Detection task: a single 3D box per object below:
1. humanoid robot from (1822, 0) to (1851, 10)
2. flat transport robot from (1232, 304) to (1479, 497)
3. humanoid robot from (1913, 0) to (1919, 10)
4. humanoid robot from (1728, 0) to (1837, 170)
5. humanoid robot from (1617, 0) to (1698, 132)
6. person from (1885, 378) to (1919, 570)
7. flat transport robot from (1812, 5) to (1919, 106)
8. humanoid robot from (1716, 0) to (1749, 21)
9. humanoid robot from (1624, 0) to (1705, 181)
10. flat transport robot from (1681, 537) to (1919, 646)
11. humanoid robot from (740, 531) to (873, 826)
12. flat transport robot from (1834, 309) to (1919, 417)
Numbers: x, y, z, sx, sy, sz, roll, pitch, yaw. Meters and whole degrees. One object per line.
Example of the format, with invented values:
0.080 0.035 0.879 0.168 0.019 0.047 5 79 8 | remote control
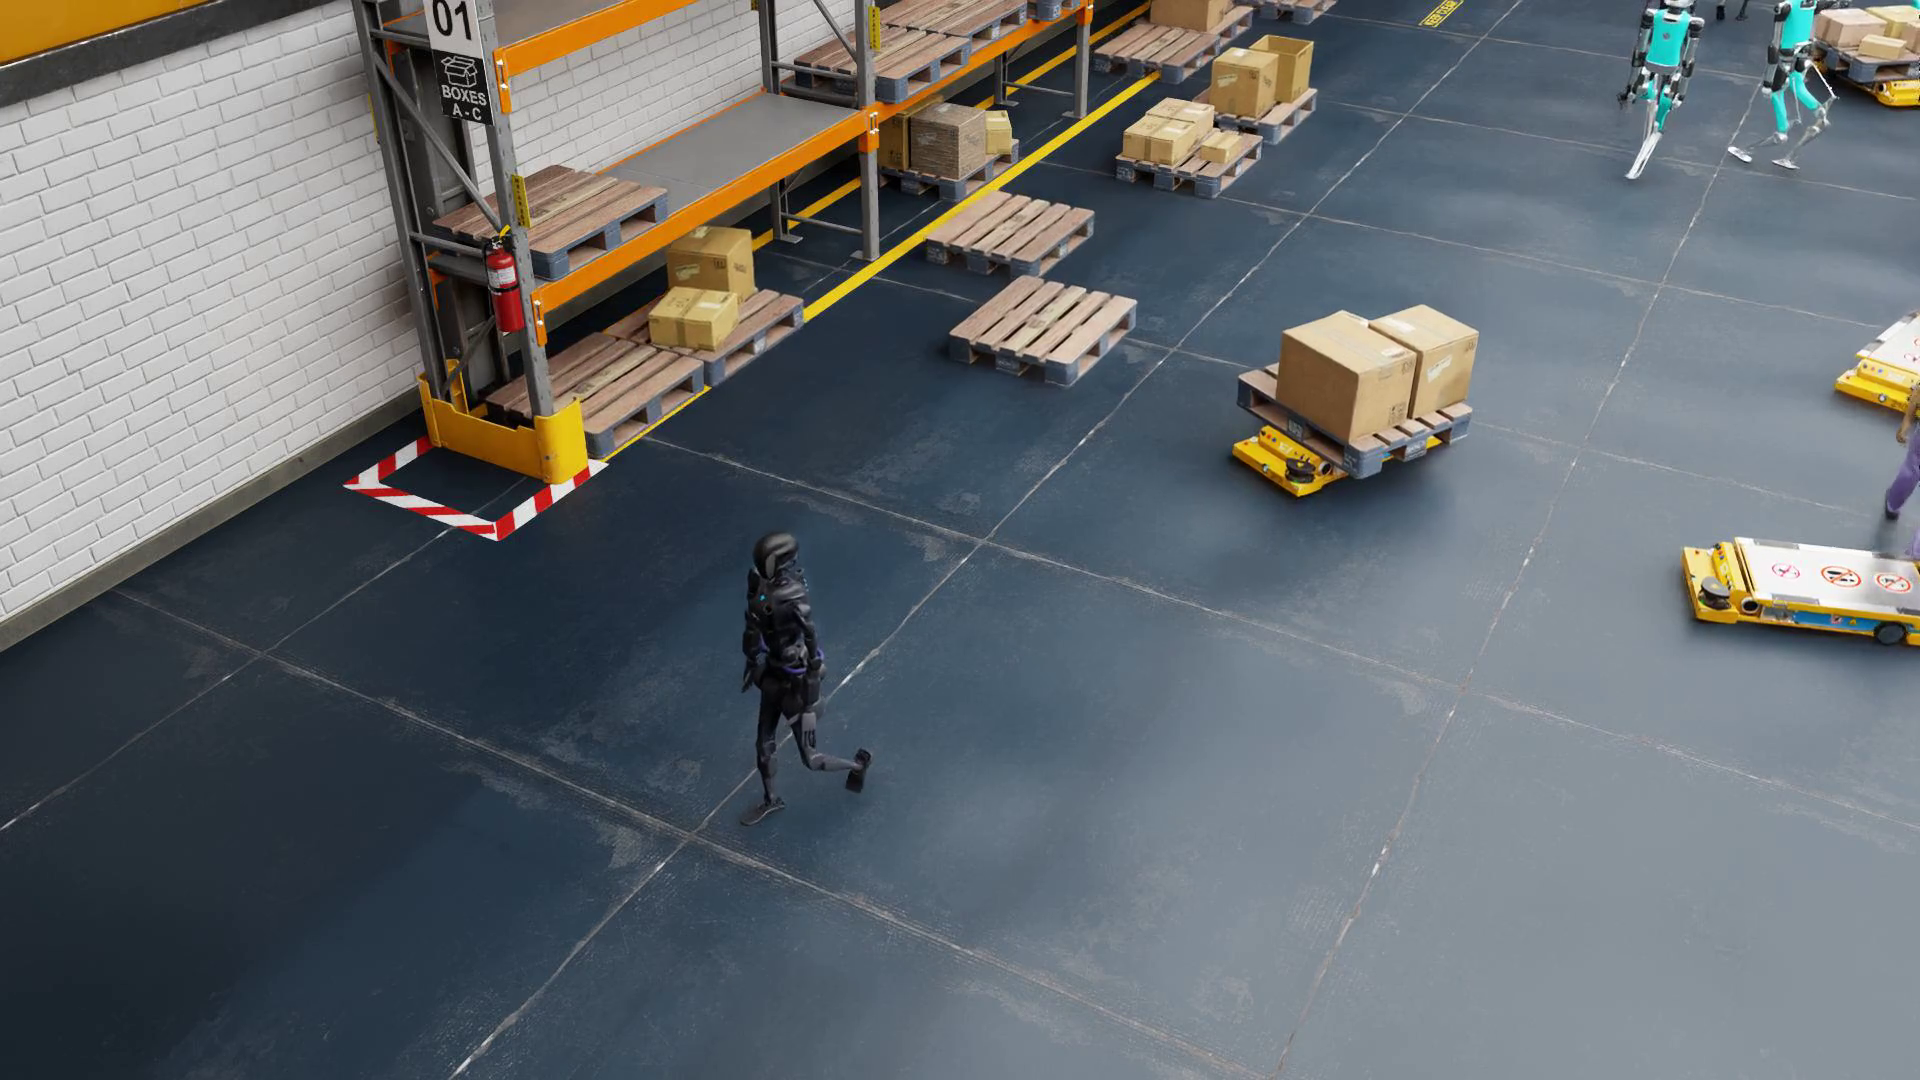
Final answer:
9.934 -6.534 18.766 0.718 1.842 0.532 1 33 2 | humanoid robot
2.597 -0.703 11.212 1.431 0.231 0.659 -20 38 -27 | flat transport robot
10.438 -5.860 17.770 0.530 1.871 0.751 -8 34 -11 | humanoid robot
7.612 -4.166 15.114 0.546 1.745 0.953 -15 36 -21 | humanoid robot
6.875 -4.908 16.337 0.589 1.634 0.741 -6 34 -9 | humanoid robot
5.917 -0.738 9.874 0.566 1.799 0.910 16 37 22 | person
9.705 -4.911 17.577 0.659 0.231 1.431 -5 34 -8 | flat transport robot
9.133 -6.828 19.211 0.599 1.635 0.577 25 41 32 | humanoid robot
6.421 -4.171 15.165 0.540 1.763 1.028 21 39 28 | humanoid robot
5.020 0.298 9.698 1.431 0.231 0.659 7 34 10 | flat transport robot
-0.774 0.638 7.926 0.664 1.641 0.593 -24 40 -32 | humanoid robot
7.005 -1.295 12.107 1.431 0.231 0.659 -28 43 -35 | flat transport robot
